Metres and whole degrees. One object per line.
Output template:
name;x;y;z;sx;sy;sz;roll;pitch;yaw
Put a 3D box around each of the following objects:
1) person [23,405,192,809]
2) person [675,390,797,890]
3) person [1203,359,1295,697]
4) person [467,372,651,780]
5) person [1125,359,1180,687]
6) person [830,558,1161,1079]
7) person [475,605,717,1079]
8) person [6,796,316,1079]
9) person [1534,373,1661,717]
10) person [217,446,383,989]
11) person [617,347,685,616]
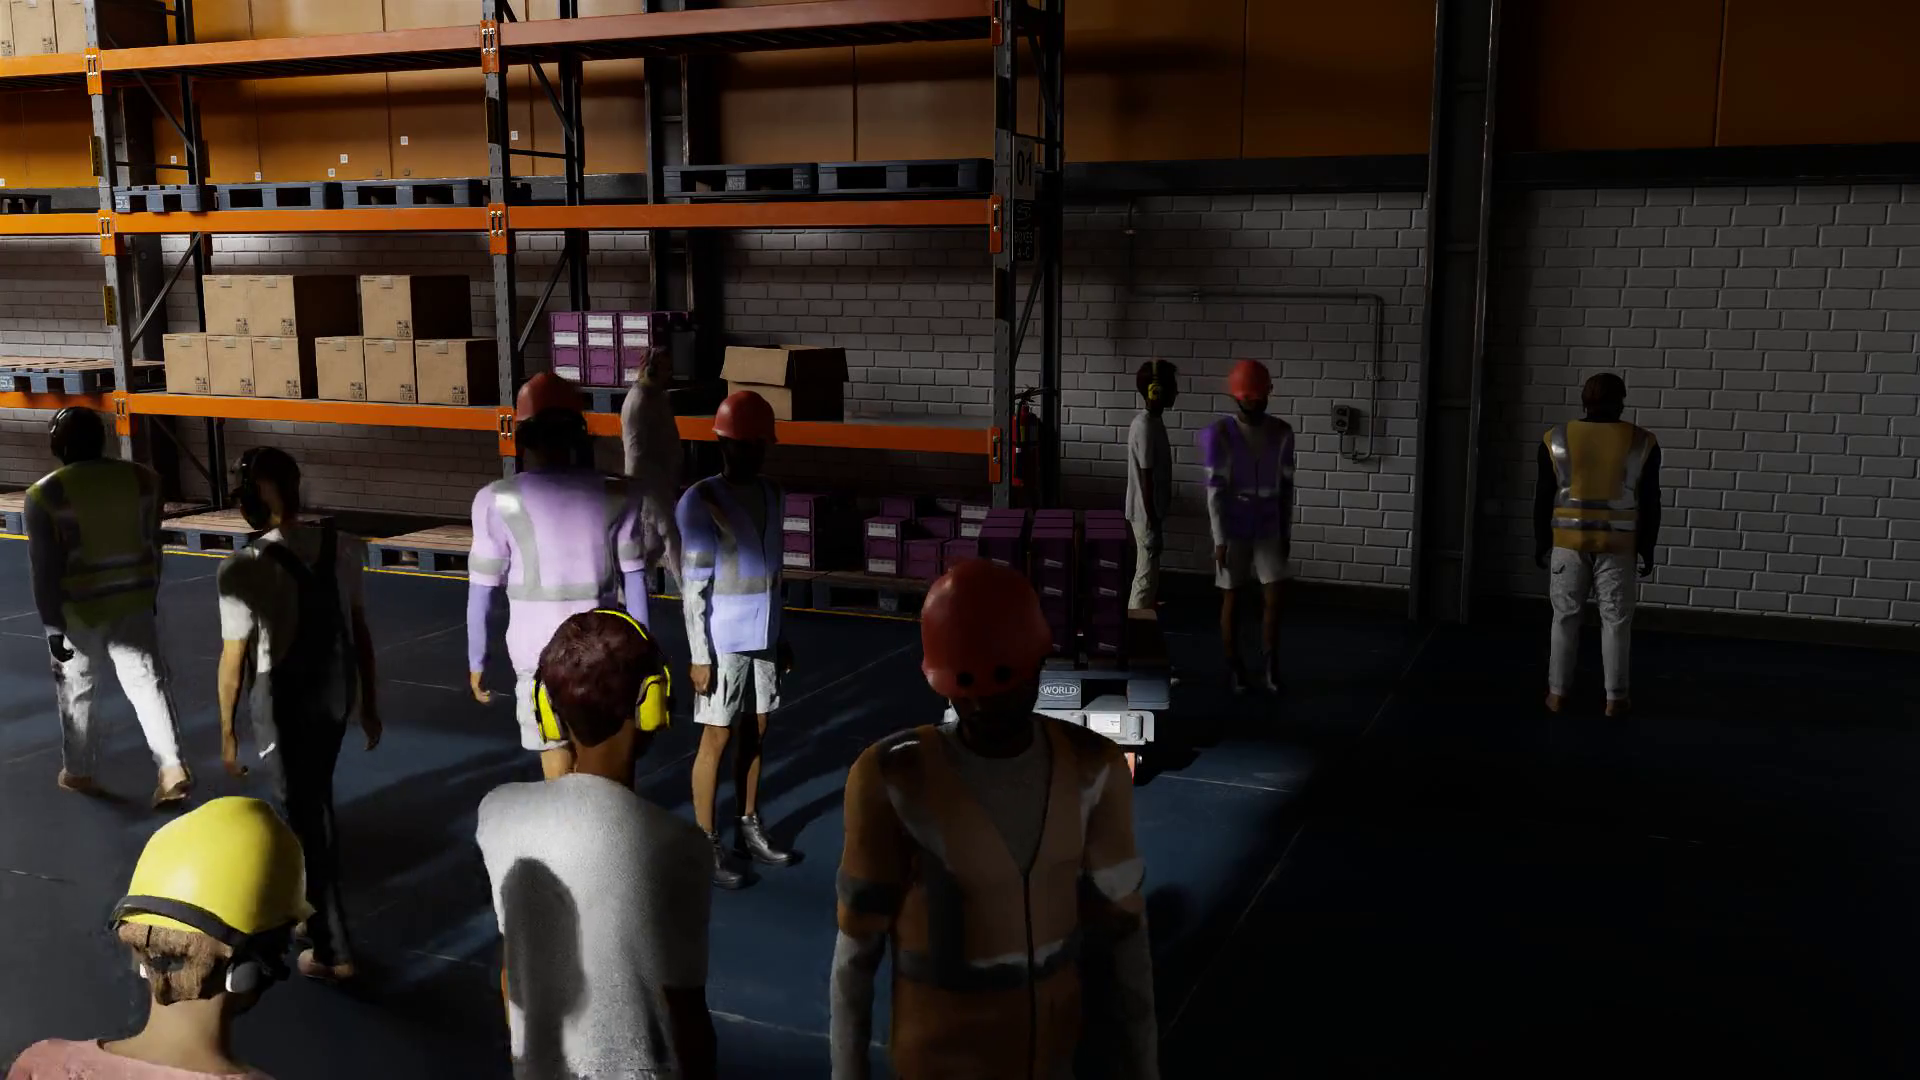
person;-3.789;0.302;7.389;0.922;1.812;0.618;8;12;40
person;-0.841;0.380;6.511;0.373;1.933;0.549;7;12;35
person;1.603;-0.049;9.191;0.555;1.900;0.597;-2;10;-9
person;-1.529;0.385;6.224;0.641;2.016;0.792;-6;11;-30
person;1.116;-0.103;9.594;0.328;1.875;0.517;1;10;4
person;0.079;0.964;3.106;0.573;1.909;0.420;-6;11;-31
person;-0.612;1.027;2.925;0.515;1.846;0.406;4;10;23
person;-1.031;1.213;2.093;0.559;1.732;0.669;2;10;12
person;3.405;0.026;8.922;0.633;1.839;0.429;4;10;22
person;-2.271;0.587;5.614;0.680;1.819;0.530;7;12;34
person;-2.022;-0.380;11.347;0.802;1.854;0.682;-1;9;-4
